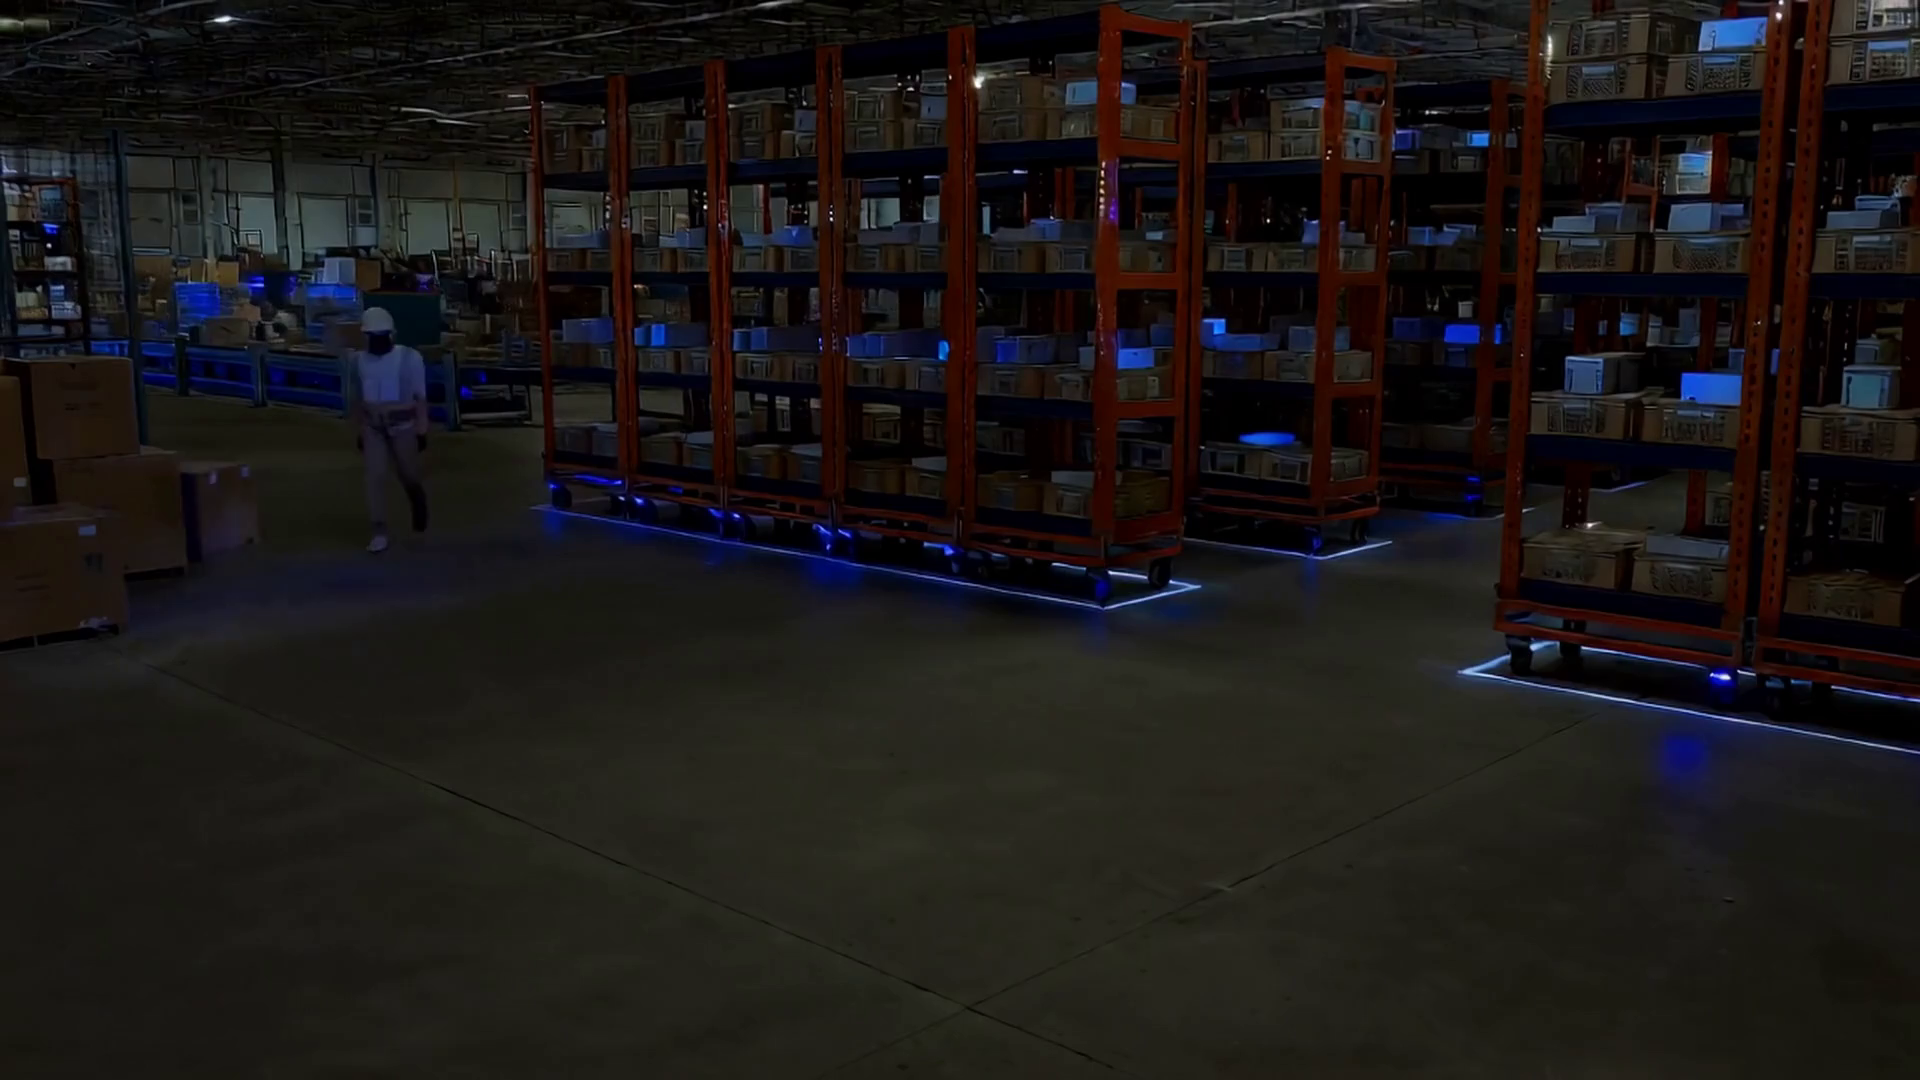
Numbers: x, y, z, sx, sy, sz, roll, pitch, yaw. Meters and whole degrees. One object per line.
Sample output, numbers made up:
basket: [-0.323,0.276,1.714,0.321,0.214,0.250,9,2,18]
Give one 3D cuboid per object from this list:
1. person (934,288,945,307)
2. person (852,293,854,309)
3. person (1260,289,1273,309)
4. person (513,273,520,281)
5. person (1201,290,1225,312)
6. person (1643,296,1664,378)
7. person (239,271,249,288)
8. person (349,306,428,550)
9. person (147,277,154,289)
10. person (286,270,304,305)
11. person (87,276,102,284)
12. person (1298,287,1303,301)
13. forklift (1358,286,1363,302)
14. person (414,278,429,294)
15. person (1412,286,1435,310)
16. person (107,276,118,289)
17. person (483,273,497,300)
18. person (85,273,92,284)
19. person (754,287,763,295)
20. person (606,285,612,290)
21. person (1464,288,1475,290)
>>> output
person: [-0.709,-8.946,62.403,0.539,1.698,0.318,-4,10,-21]
person: [-3.969,-8.574,60.198,0.379,1.682,0.543,7,12,38]
person: [9.560,-7.145,51.625,0.520,1.602,0.580,-5,11,-30]
person: [-25.697,-14.623,96.750,0.600,1.836,0.961,7,12,38]
person: [3.934,-3.193,26.628,0.796,1.879,0.396,-5,11,-30]
person: [8.825,-2.324,21.431,0.717,1.822,0.579,8,12,39]
person: [-26.127,-8.807,60.689,0.622,1.992,1.083,9,13,42]
person: [-4.253,-0.853,12.455,0.593,1.804,0.702,0,9,-2]
person: [-38.307,-11.610,78.747,0.317,1.695,0.540,-7,11,-36]
person: [-22.927,-8.307,57.445,0.537,2.000,0.698,2,9,13]
person: [-36.701,-10.338,70.657,0.613,1.802,0.887,-1,9,-4]
person: [11.620,-8.246,57.693,1.001,1.848,0.664,-5,11,-29]
forklift: [11.100,-7.017,46.970,1.873,2.768,1.129,9,13,43]
person: [-14.151,-5.944,43.611,0.524,1.839,0.873,5,10,28]
person: [6.596,-2.817,23.919,0.384,1.993,0.622,3,10,16]
person: [-26.652,-7.400,52.502,0.980,1.845,0.583,-7,12,-37]
person: [-15.958,-8.110,56.615,0.415,1.914,0.535,4,10,21]
person: [-42.479,-12.060,80.975,0.934,1.883,0.596,0,9,2]
person: [-8.532,-10.193,69.343,0.932,1.925,0.619,-4,10,-23]
person: [-17.806,-12.627,84.546,0.526,1.831,0.407,0,9,1]
person: [20.611,-9.706,67.301,0.536,1.605,0.756,7,11,36]
